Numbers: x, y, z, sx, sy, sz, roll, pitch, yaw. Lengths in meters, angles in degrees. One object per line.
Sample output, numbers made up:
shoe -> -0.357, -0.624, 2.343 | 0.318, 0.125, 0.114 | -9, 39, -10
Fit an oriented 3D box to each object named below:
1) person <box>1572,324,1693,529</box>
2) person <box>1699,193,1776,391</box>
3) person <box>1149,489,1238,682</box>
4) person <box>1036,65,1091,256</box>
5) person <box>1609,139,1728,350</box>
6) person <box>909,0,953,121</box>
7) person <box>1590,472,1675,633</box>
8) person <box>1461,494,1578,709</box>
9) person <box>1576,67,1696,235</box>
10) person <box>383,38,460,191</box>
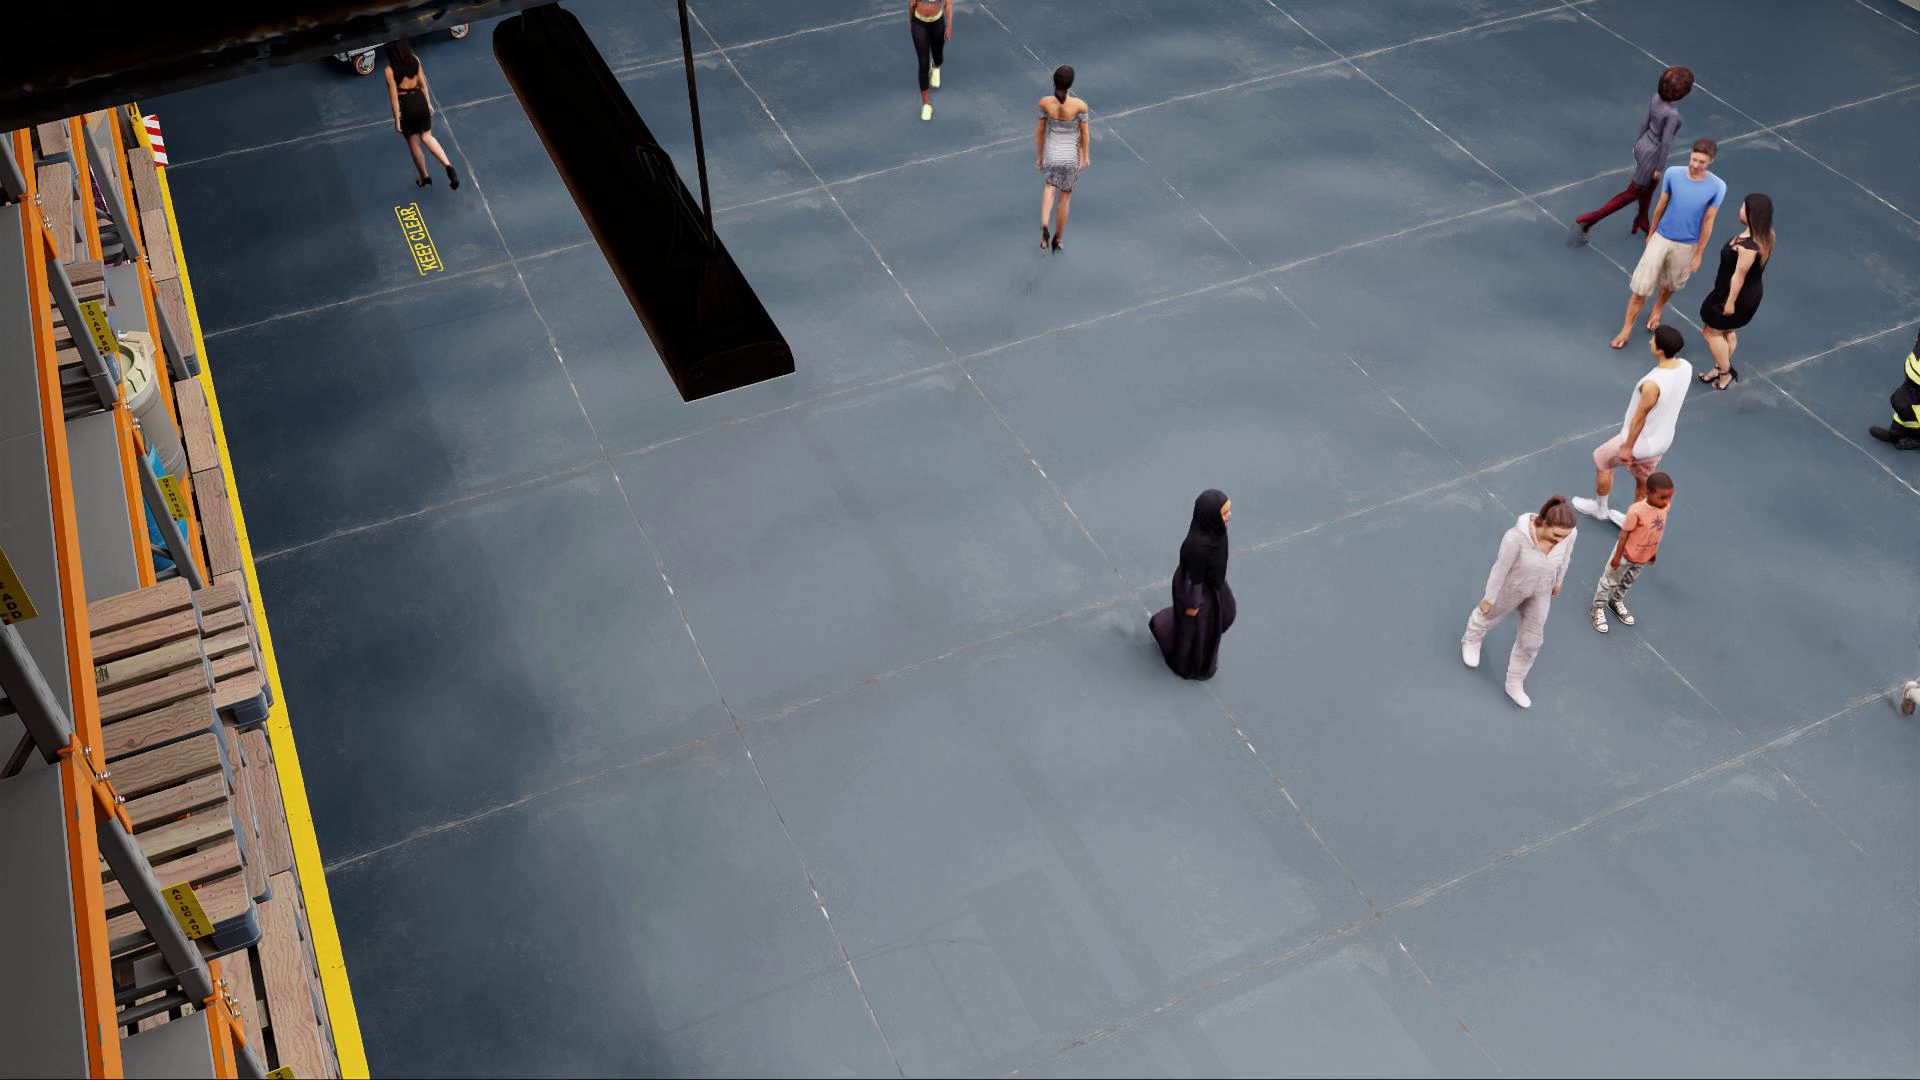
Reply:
person -> 4.909, -0.689, 11.766 | 0.734, 1.760, 0.795 | -23, 48, -22
person -> 6.158, -1.884, 13.069 | 0.852, 1.694, 0.801 | 27, 50, 26
person -> 1.497, 0.253, 10.887 | 0.919, 1.609, 0.839 | 19, 47, 19
person -> 0.856, -3.228, 14.395 | 0.781, 1.809, 0.841 | 13, 45, 13
person -> 5.879, -2.493, 13.607 | 1.103, 1.834, 1.084 | 20, 47, 20
person -> -0.302, -5.111, 16.437 | 0.892, 1.721, 1.172 | 0, 44, 0
person -> 4.581, 0.052, 11.314 | 0.513, 1.311, 0.502 | -12, 45, -13
person -> 3.635, 0.257, 10.857 | 0.916, 1.645, 1.046 | -1, 44, -1
person -> 5.976, -3.338, 14.604 | 0.907, 1.681, 1.094 | -5, 44, -5
person -> -4.942, -3.874, 15.200 | 0.968, 1.635, 0.811 | 27, 50, 26
